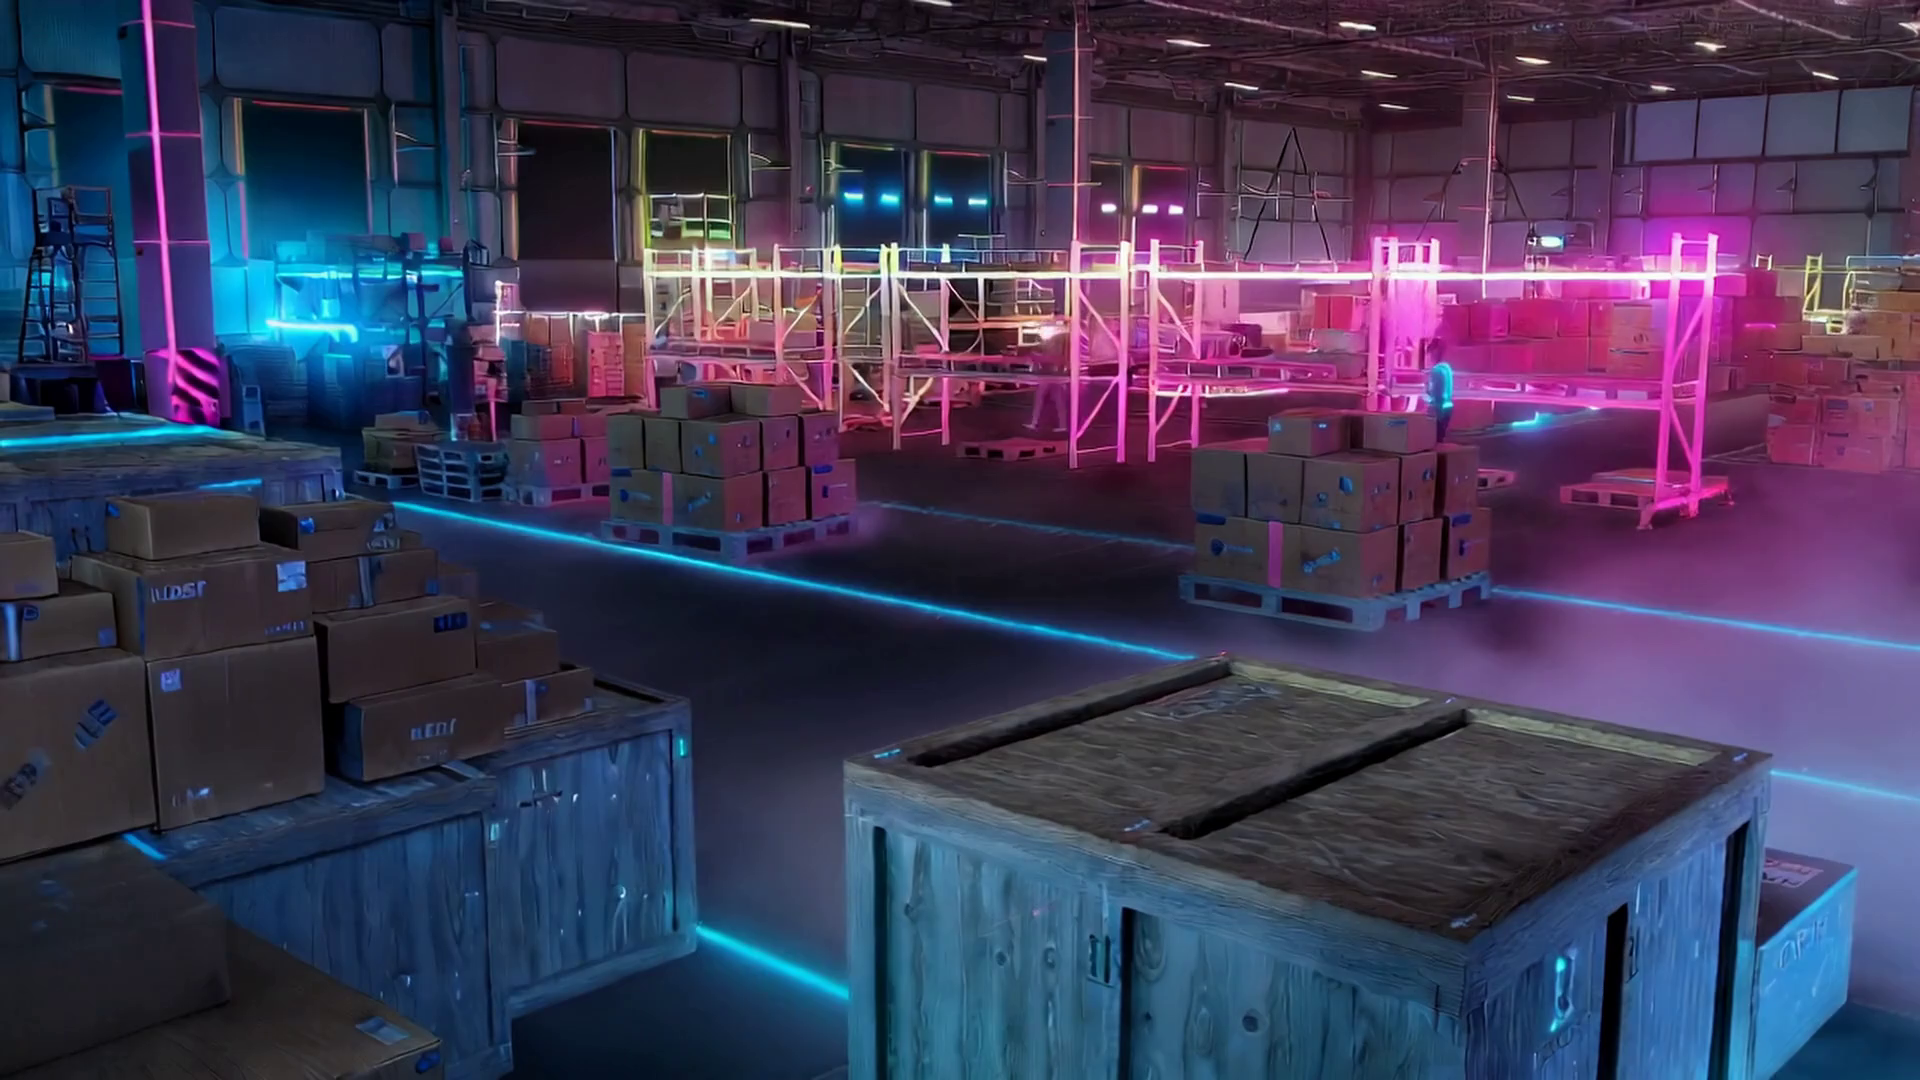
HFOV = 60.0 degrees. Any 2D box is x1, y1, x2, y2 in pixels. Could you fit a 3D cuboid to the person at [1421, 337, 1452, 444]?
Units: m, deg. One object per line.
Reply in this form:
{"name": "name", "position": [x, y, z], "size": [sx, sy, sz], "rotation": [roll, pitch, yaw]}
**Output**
{"name": "person", "position": [5.432, -1.370, 18.998], "size": [0.352, 1.881, 0.576], "rotation": [4, 10, 23]}

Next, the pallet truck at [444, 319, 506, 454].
{"name": "pallet truck", "position": [-6.981, -1.942, 22.150], "size": [1.885, 1.965, 0.823], "rotation": [1, 9, 9]}

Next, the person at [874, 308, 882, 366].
{"name": "person", "position": [-2.123, -5.374, 44.320], "size": [0.318, 1.631, 0.527], "rotation": [0, 9, 0]}

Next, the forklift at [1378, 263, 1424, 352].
{"name": "forklift", "position": [12.602, -6.390, 46.722], "size": [1.129, 2.768, 1.873], "rotation": [-8, 12, -41]}

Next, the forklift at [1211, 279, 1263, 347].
{"name": "forklift", "position": [7.356, -6.273, 46.008], "size": [1.873, 2.768, 1.129], "rotation": [9, 13, 43]}

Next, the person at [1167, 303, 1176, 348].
{"name": "person", "position": [5.944, -5.798, 46.711], "size": [0.316, 1.695, 0.541], "rotation": [0, 9, 2]}

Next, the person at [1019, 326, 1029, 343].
{"name": "person", "position": [1.644, -5.389, 43.629], "size": [0.993, 1.895, 0.544], "rotation": [-7, 11, -35]}

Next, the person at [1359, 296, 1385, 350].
{"name": "person", "position": [11.200, -5.665, 45.212], "size": [0.446, 1.918, 0.632], "rotation": [-8, 12, -41]}

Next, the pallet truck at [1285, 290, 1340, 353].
{"name": "pallet truck", "position": [11.297, -6.951, 52.861], "size": [1.885, 1.965, 0.823], "rotation": [-5, 11, -29]}

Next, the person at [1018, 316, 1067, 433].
{"name": "person", "position": [1.374, -2.652, 26.833], "size": [0.946, 1.879, 0.608], "rotation": [-6, 11, -34]}

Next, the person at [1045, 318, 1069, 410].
{"name": "person", "position": [1.836, -3.321, 31.411], "size": [0.486, 1.738, 0.322], "rotation": [-2, 9, -13]}
